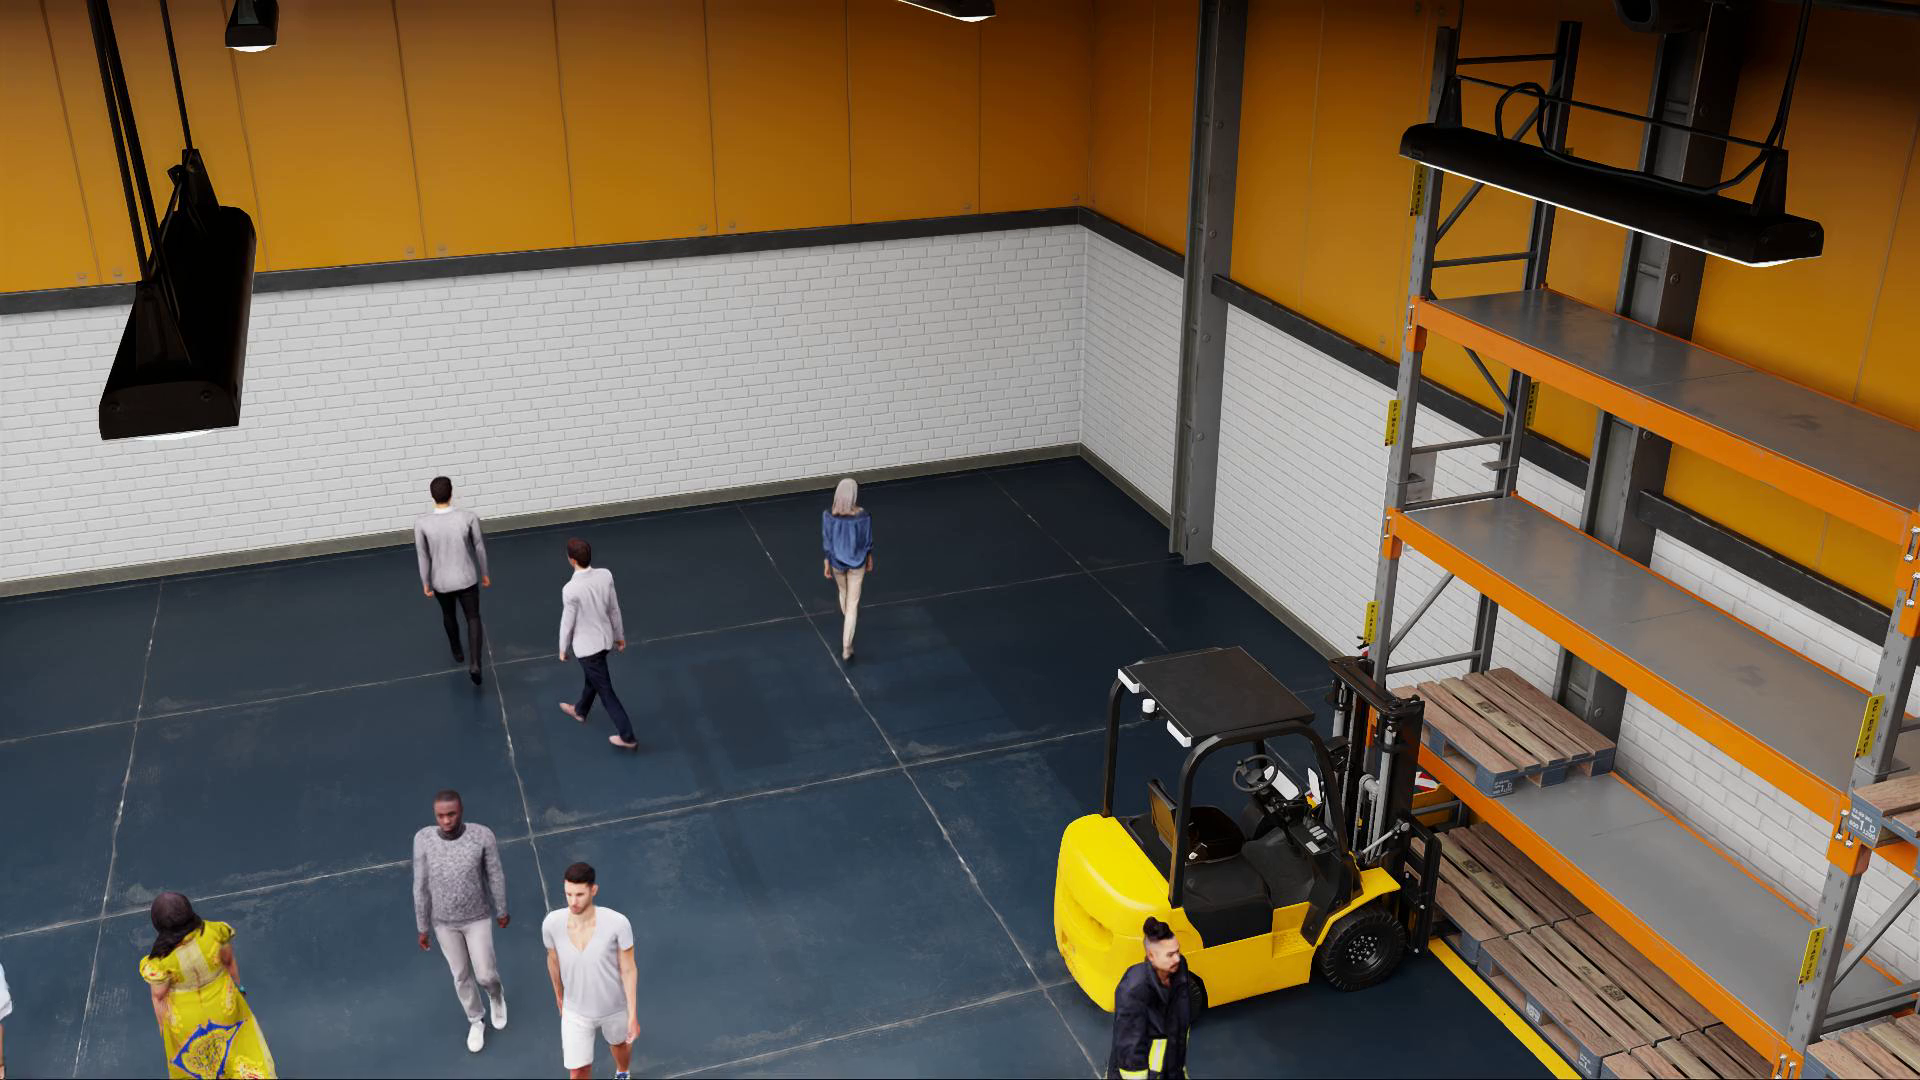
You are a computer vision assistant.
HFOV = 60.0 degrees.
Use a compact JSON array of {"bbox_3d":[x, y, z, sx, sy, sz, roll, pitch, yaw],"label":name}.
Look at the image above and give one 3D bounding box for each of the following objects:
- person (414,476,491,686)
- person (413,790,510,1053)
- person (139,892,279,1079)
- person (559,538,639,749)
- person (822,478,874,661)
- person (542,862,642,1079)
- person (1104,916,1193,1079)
[{"bbox_3d":[-4.476,0.364,14.758,0.808,1.920,1.218,-6,24,-14],"label":"person"},{"bbox_3d":[-3.097,2.313,10.414,0.766,1.827,0.753,-2,24,-5],"label":"person"},{"bbox_3d":[-4.348,2.758,9.617,1.000,1.649,0.915,22,32,40],"label":"person"},{"bbox_3d":[-2.957,0.900,13.691,1.289,1.792,1.154,14,27,29],"label":"person"},{"bbox_3d":[-1.029,0.293,15.264,0.988,1.643,1.242,3,24,7],"label":"person"},{"bbox_3d":[-2.092,2.629,9.719,0.977,1.804,1.278,0,24,-1],"label":"person"},{"bbox_3d":[0.977,2.847,9.196,0.981,1.825,1.233,-18,29,-35],"label":"person"}]
